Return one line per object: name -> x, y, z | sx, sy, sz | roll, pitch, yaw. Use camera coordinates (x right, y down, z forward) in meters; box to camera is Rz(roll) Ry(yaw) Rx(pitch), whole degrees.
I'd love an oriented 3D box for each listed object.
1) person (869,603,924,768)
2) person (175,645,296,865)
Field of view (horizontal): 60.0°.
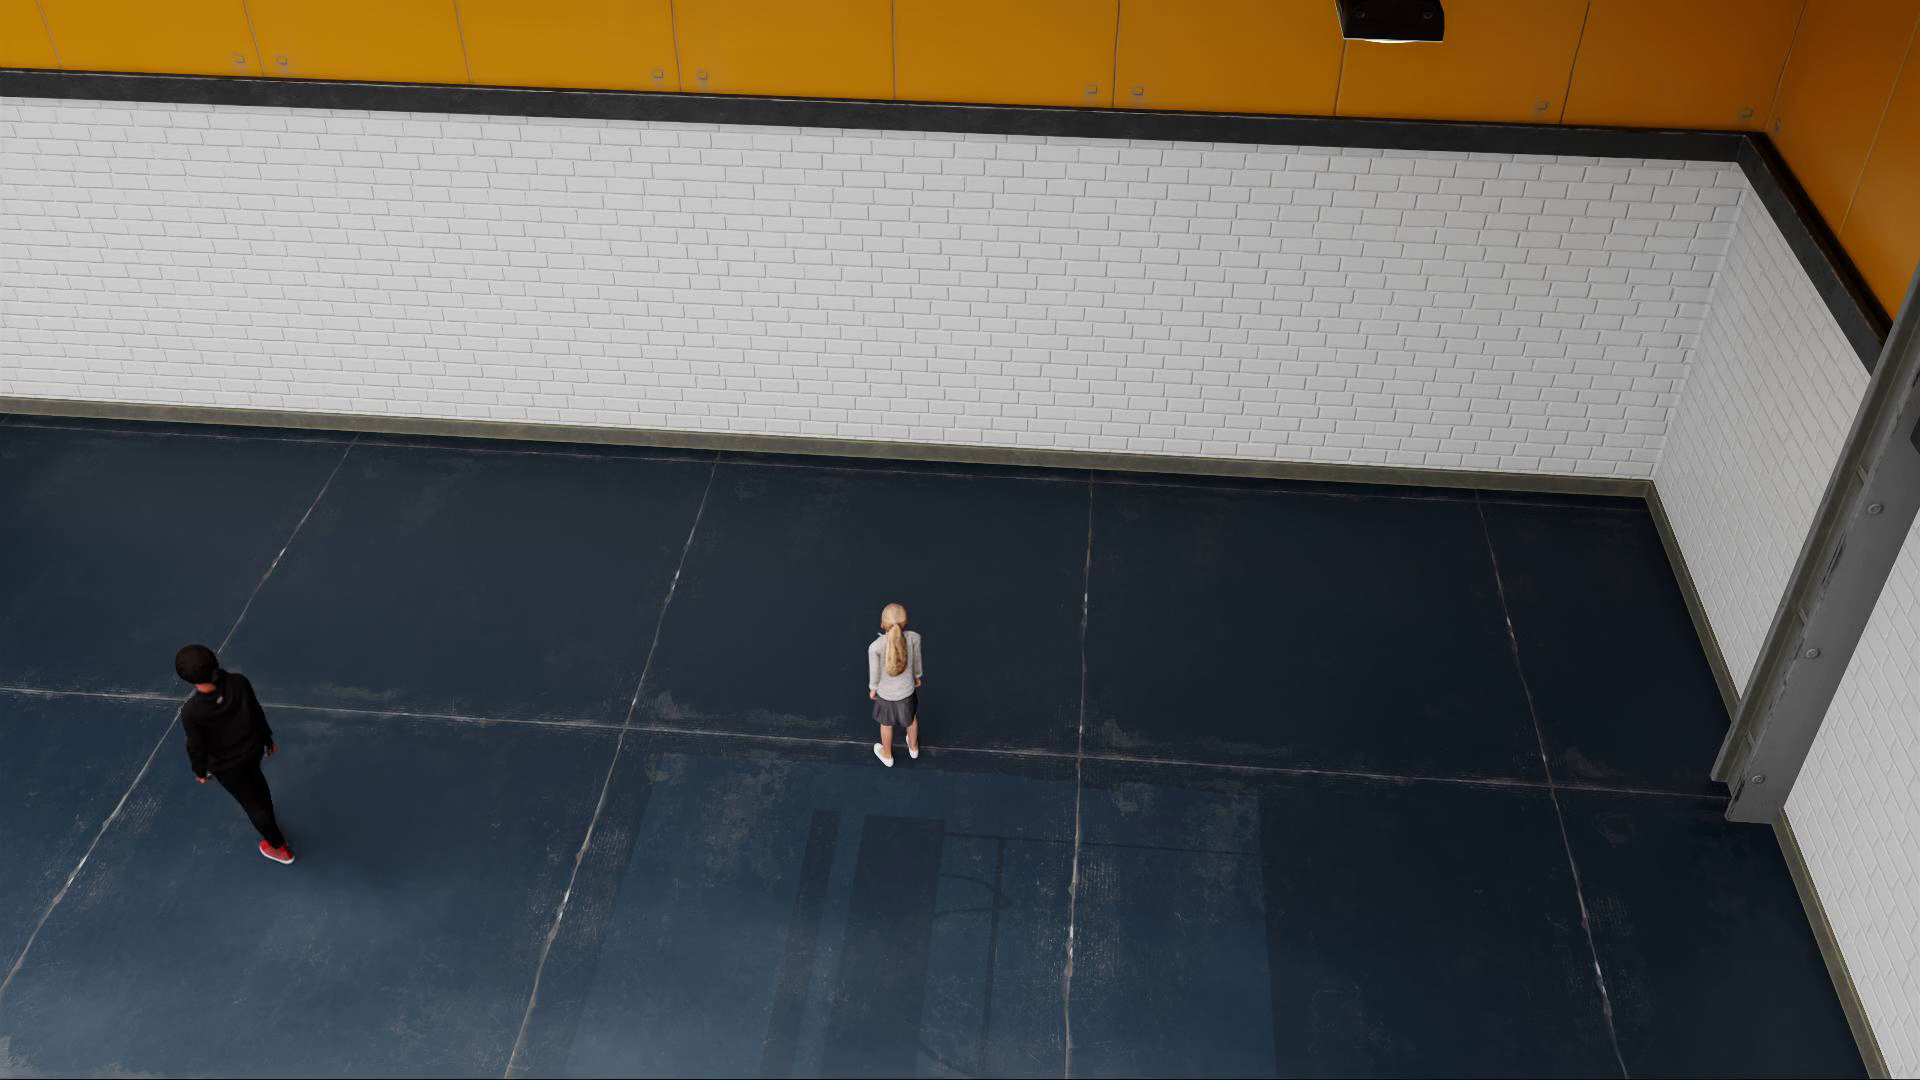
person -> -0.402, 0.894, 10.396 | 0.594, 1.276, 0.631 | -15, 41, -18
person -> -4.123, 1.272, 9.616 | 0.813, 1.659, 0.743 | 23, 44, 26
